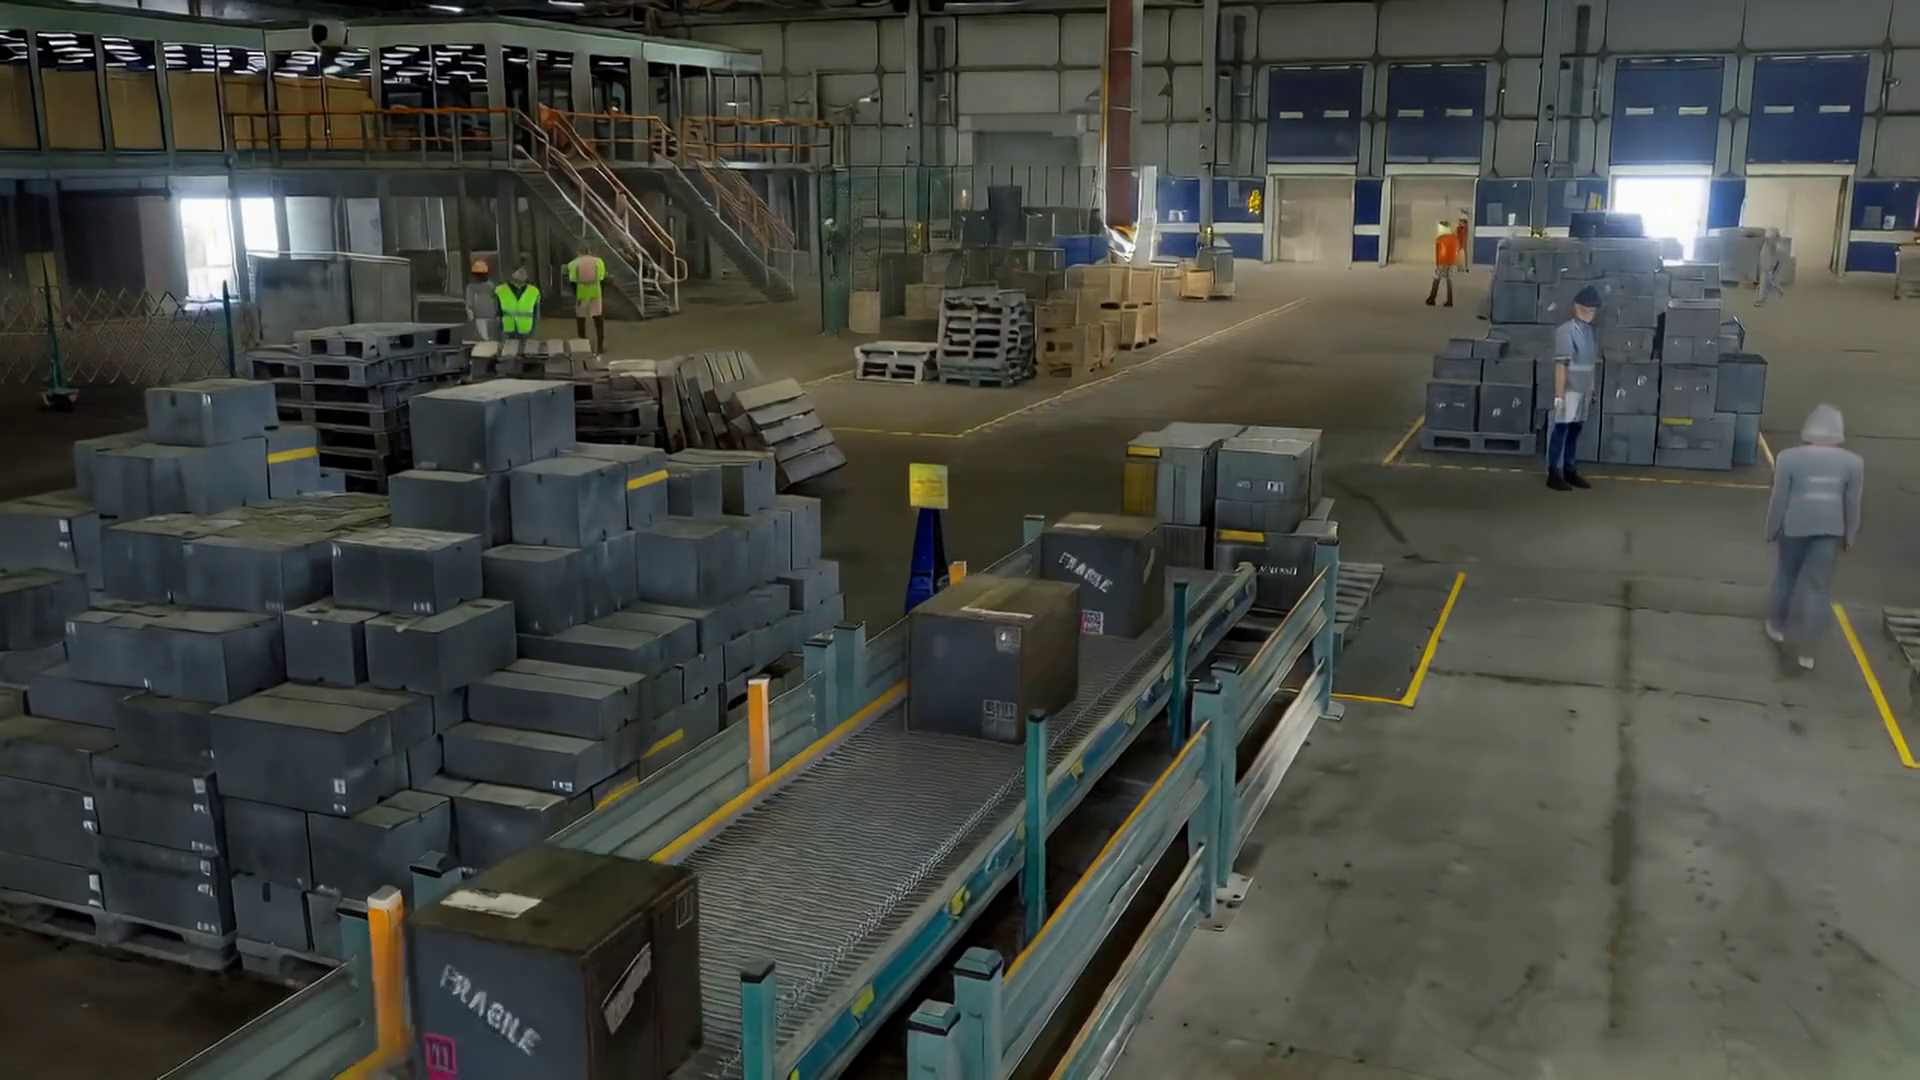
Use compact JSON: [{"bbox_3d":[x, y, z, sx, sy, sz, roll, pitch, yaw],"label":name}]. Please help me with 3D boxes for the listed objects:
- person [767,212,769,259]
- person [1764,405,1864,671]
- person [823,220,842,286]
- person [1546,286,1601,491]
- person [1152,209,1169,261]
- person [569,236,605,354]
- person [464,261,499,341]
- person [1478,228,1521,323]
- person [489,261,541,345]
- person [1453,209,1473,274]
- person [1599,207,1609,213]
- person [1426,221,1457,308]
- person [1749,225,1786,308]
[{"bbox_3d":[-6.605,-10.400,56.003,0.611,1.923,0.745,-5,14,-21],"label":"person"},{"bbox_3d":[5.258,-0.043,10.285,0.514,1.593,0.816,5,14,22],"label":"person"},{"bbox_3d":[-3.362,-7.558,43.719,0.489,1.716,0.773,-2,13,-7],"label":"person"},{"bbox_3d":[5.847,-1.432,15.757,0.544,1.933,0.376,-8,15,-31],"label":"person"},{"bbox_3d":[6.316,-9.424,51.922,0.771,1.797,0.711,5,14,23],"label":"person"},{"bbox_3d":[-6.139,-4.049,27.495,0.600,1.934,0.959,-5,13,-21],"label":"person"},{"bbox_3d":[-6.876,-3.166,24.014,0.893,1.720,0.535,10,16,39],"label":"person"},{"bbox_3d":[10.764,-5.188,32.717,1.016,1.904,0.638,6,14,26],"label":"person"},{"bbox_3d":[-5.592,-2.570,20.982,0.633,1.877,0.618,-9,15,-34],"label":"person"},{"bbox_3d":[14.654,-8.734,48.648,0.599,1.888,0.636,3,13,12],"label":"person"},{"bbox_3d":[18.144,-8.374,46.787,0.597,1.981,0.614,-6,14,-26],"label":"person"},{"bbox_3d":[10.705,-6.110,36.845,0.547,1.875,0.993,-3,13,-14],"label":"person"},{"bbox_3d":[17.759,-5.988,36.436,0.636,1.821,0.638,6,14,26],"label":"person"}]
